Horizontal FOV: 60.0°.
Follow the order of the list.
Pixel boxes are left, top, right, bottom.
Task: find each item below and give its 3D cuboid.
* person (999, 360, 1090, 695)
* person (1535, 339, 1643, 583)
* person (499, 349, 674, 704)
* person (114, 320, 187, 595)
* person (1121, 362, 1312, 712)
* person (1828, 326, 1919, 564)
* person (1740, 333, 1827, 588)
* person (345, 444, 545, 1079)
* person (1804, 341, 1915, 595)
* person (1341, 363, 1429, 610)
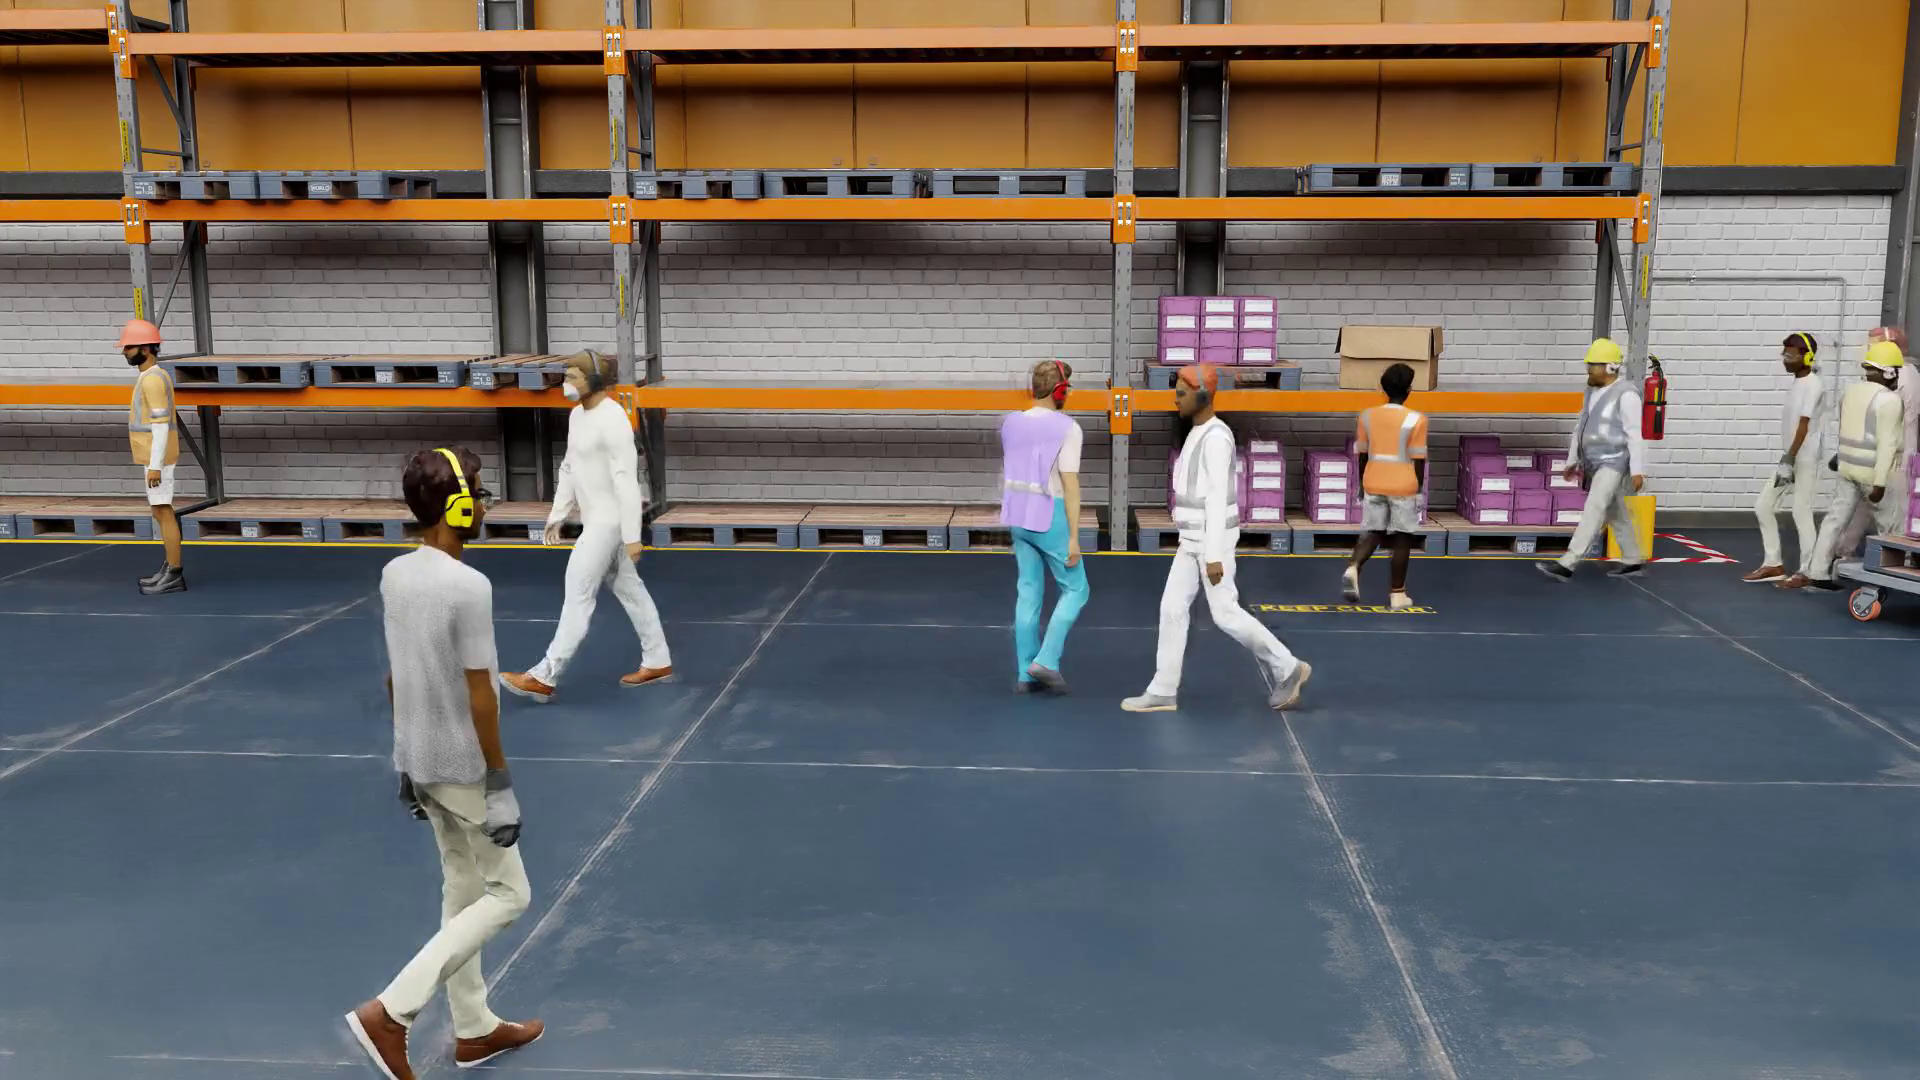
[{"bbox_3d":[0.452,-0.056,9.003,0.599,1.824,0.452,9,13,44],"label":"person"},{"bbox_3d":[4.672,-0.576,12.170,0.943,1.775,0.630,-1,10,-8],"label":"person"},{"bbox_3d":[-2.009,-0.079,8.951,1.026,1.881,0.641,-5,11,-25],"label":"person"},{"bbox_3d":[-5.715,-0.582,11.754,0.362,1.934,0.551,-5,11,-26],"label":"person"},{"bbox_3d":[1.356,0.000,8.622,0.931,1.854,0.581,-1,10,-3],"label":"person"},{"bbox_3d":[6.722,-0.638,12.285,0.906,1.864,0.650,8,12,39],"label":"person"},{"bbox_3d":[5.906,-0.553,11.885,0.630,1.841,0.494,1,10,5],"label":"person"},{"bbox_3d":[-1.468,0.661,4.715,0.540,1.856,0.572,9,13,43],"label":"person"},{"bbox_3d":[6.421,-0.490,11.652,0.932,1.786,0.599,-2,10,-10],"label":"person"},{"bbox_3d":[2.843,-0.338,11.086,0.557,1.683,0.534,-9,13,-44],"label":"person"}]
